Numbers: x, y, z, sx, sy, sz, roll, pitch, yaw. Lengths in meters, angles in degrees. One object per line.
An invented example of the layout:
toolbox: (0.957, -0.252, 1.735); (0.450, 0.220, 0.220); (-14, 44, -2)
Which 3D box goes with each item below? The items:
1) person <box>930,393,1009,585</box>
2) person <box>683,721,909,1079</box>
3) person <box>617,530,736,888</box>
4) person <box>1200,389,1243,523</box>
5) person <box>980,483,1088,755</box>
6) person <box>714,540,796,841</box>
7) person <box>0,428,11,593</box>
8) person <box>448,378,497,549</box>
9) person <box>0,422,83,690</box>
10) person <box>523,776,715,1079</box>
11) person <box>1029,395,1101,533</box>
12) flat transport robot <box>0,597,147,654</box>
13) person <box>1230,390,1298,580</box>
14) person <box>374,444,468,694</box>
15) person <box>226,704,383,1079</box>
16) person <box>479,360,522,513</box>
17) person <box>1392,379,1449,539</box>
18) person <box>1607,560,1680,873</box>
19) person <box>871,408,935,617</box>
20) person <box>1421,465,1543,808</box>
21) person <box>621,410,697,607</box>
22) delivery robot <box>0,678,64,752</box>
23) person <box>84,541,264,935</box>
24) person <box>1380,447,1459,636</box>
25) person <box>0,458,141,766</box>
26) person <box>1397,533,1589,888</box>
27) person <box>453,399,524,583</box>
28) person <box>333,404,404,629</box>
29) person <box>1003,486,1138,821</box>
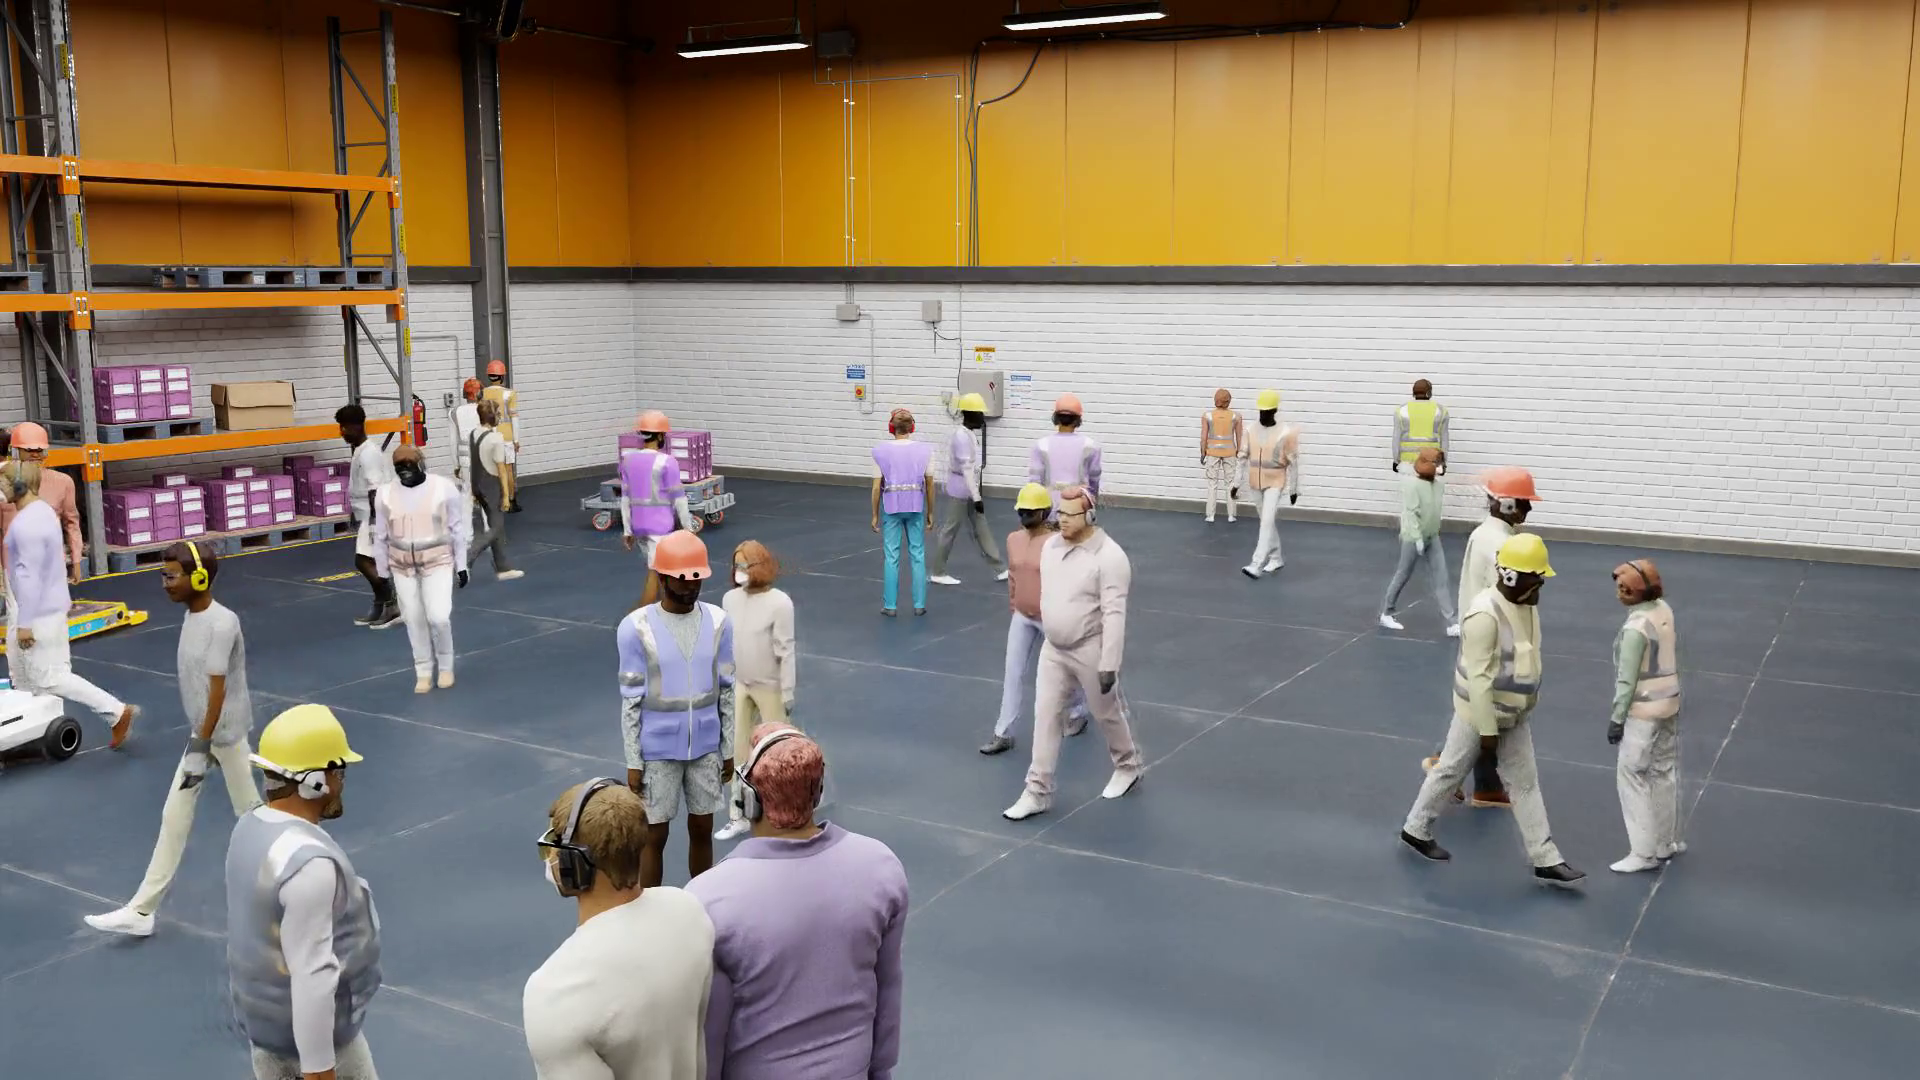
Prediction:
person: (0.167, -0.477, 16.085); (1.007, 1.871, 0.609); (1, 9, 9)
person: (-0.448, 1.402, 4.278); (0.641, 1.913, 0.408); (-6, 11, -34)
person: (-1.222, 0.908, 7.325); (0.540, 1.930, 0.383); (-5, 11, -31)
person: (3.176, -1.016, 20.216); (0.523, 1.638, 0.310); (1, 9, 4)
person: (0.518, 0.476, 10.661); (0.536, 1.717, 0.942); (7, 12, 38)
person: (-1.062, 0.785, 9.060); (0.508, 1.607, 0.695); (6, 11, 32)
person: (-7.581, 0.027, 13.156); (0.945, 1.819, 0.530); (2, 9, 10)
person: (-5.322, -0.836, 18.316); (0.573, 1.887, 0.354); (2, 9, 10)
person: (-6.580, 0.153, 11.850); (0.618, 1.990, 0.399); (-8, 12, -42)
person: (-0.764, 1.474, 3.739); (0.355, 1.938, 0.637); (3, 10, 18)
person: (0.914, -0.258, 14.392); (0.607, 1.979, 1.078); (2, 9, 9)
flat transport robot: (-7.489, 0.701, 13.754); (0.652, 0.197, 1.431); (2, 9, 11)
person: (3.047, -0.560, 16.644); (0.596, 1.871, 0.996); (8, 12, 41)
person: (-3.891, 0.211, 11.987); (0.643, 1.823, 0.451); (0, 9, -2)
person: (-1.863, 1.364, 4.887); (0.770, 1.798, 0.618); (-8, 12, -40)
person: (-5.841, -1.300, 21.050); (0.545, 1.939, 0.373); (0, 9, 2)
person: (5.234, -0.911, 18.941); (0.625, 1.840, 0.430); (2, 9, 13)
person: (3.519, 0.876, 8.504); (0.329, 1.609, 0.652); (8, 12, 42)
person: (-0.501, -0.234, 14.676); (0.569, 1.849, 0.384); (-2, 9, -12)
person: (2.949, 0.563, 9.300); (0.520, 1.974, 0.623); (1, 9, 7)
person: (-2.458, -0.111, 13.741); (0.566, 1.908, 0.819); (6, 11, 35)
delivery robot: (-5.837, 1.090, 10.147); (0.477, 0.478, 0.707); (2, 9, 11)
person: (-3.491, 0.925, 7.559); (0.516, 1.820, 0.946); (8, 12, 42)
person: (3.907, 0.010, 13.977); (0.503, 1.587, 0.869); (-6, 11, -33)
person: (-5.582, 0.441, 10.247); (0.797, 1.919, 0.631); (-4, 10, -25)
person: (2.660, 0.827, 8.318); (0.620, 1.772, 0.987); (-9, 13, -43)
person: (-4.634, -0.462, 16.213); (0.513, 1.822, 0.765); (8, 12, 39)
person: (-5.067, -0.200, 14.258); (0.500, 1.936, 0.656); (-3, 10, -18)
person: (0.684, 0.613, 9.385); (0.659, 1.859, 1.016); (9, 13, 43)
